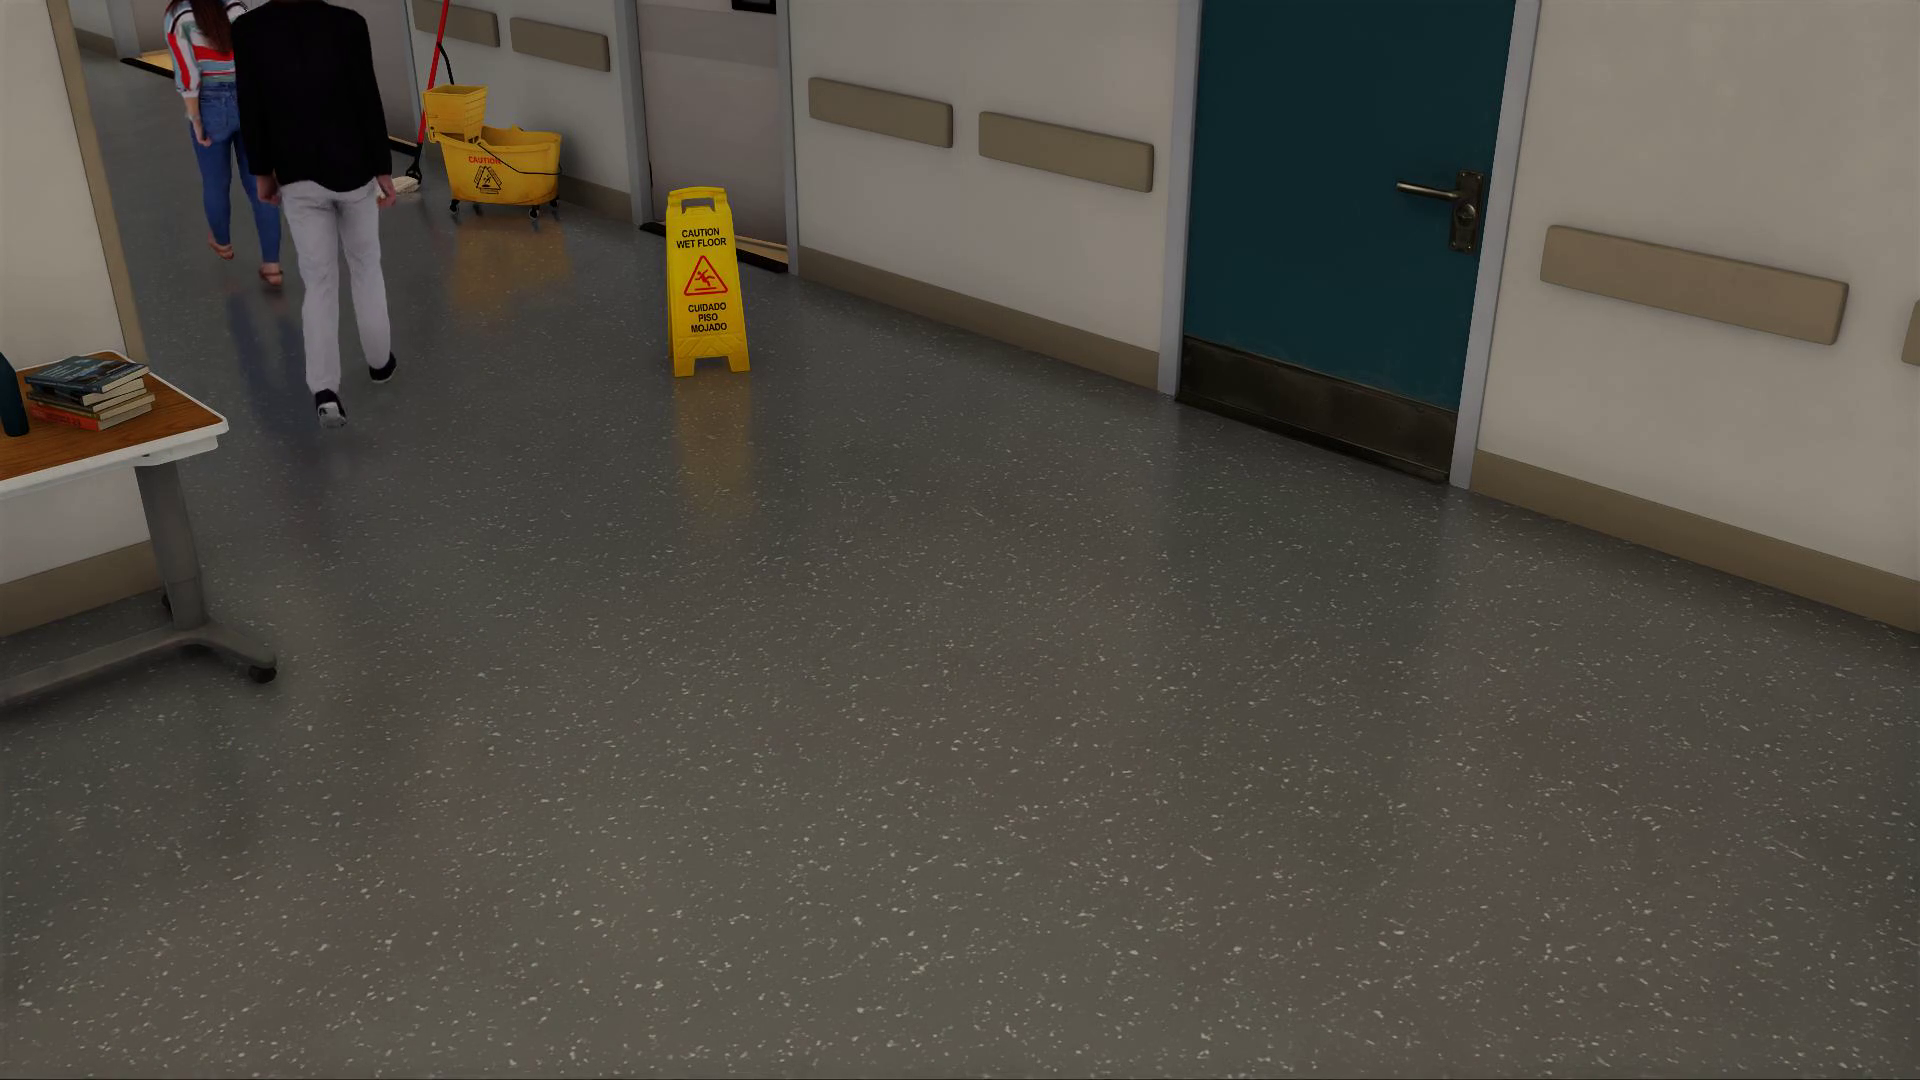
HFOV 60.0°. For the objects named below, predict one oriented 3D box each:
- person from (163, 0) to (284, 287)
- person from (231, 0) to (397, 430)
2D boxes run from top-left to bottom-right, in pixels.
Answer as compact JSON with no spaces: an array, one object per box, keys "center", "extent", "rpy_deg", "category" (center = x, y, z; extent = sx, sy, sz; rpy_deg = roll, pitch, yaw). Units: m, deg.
[{"center":[-3.405,-1.971,7.834],"extent":[0.689,1.571,1.051],"rpy_deg":[-18,31,-33],"category":"person"},{"center":[-2.377,-1.302,6.179],"extent":[1.107,1.805,1.307],"rpy_deg":[-6,26,-12],"category":"person"}]
